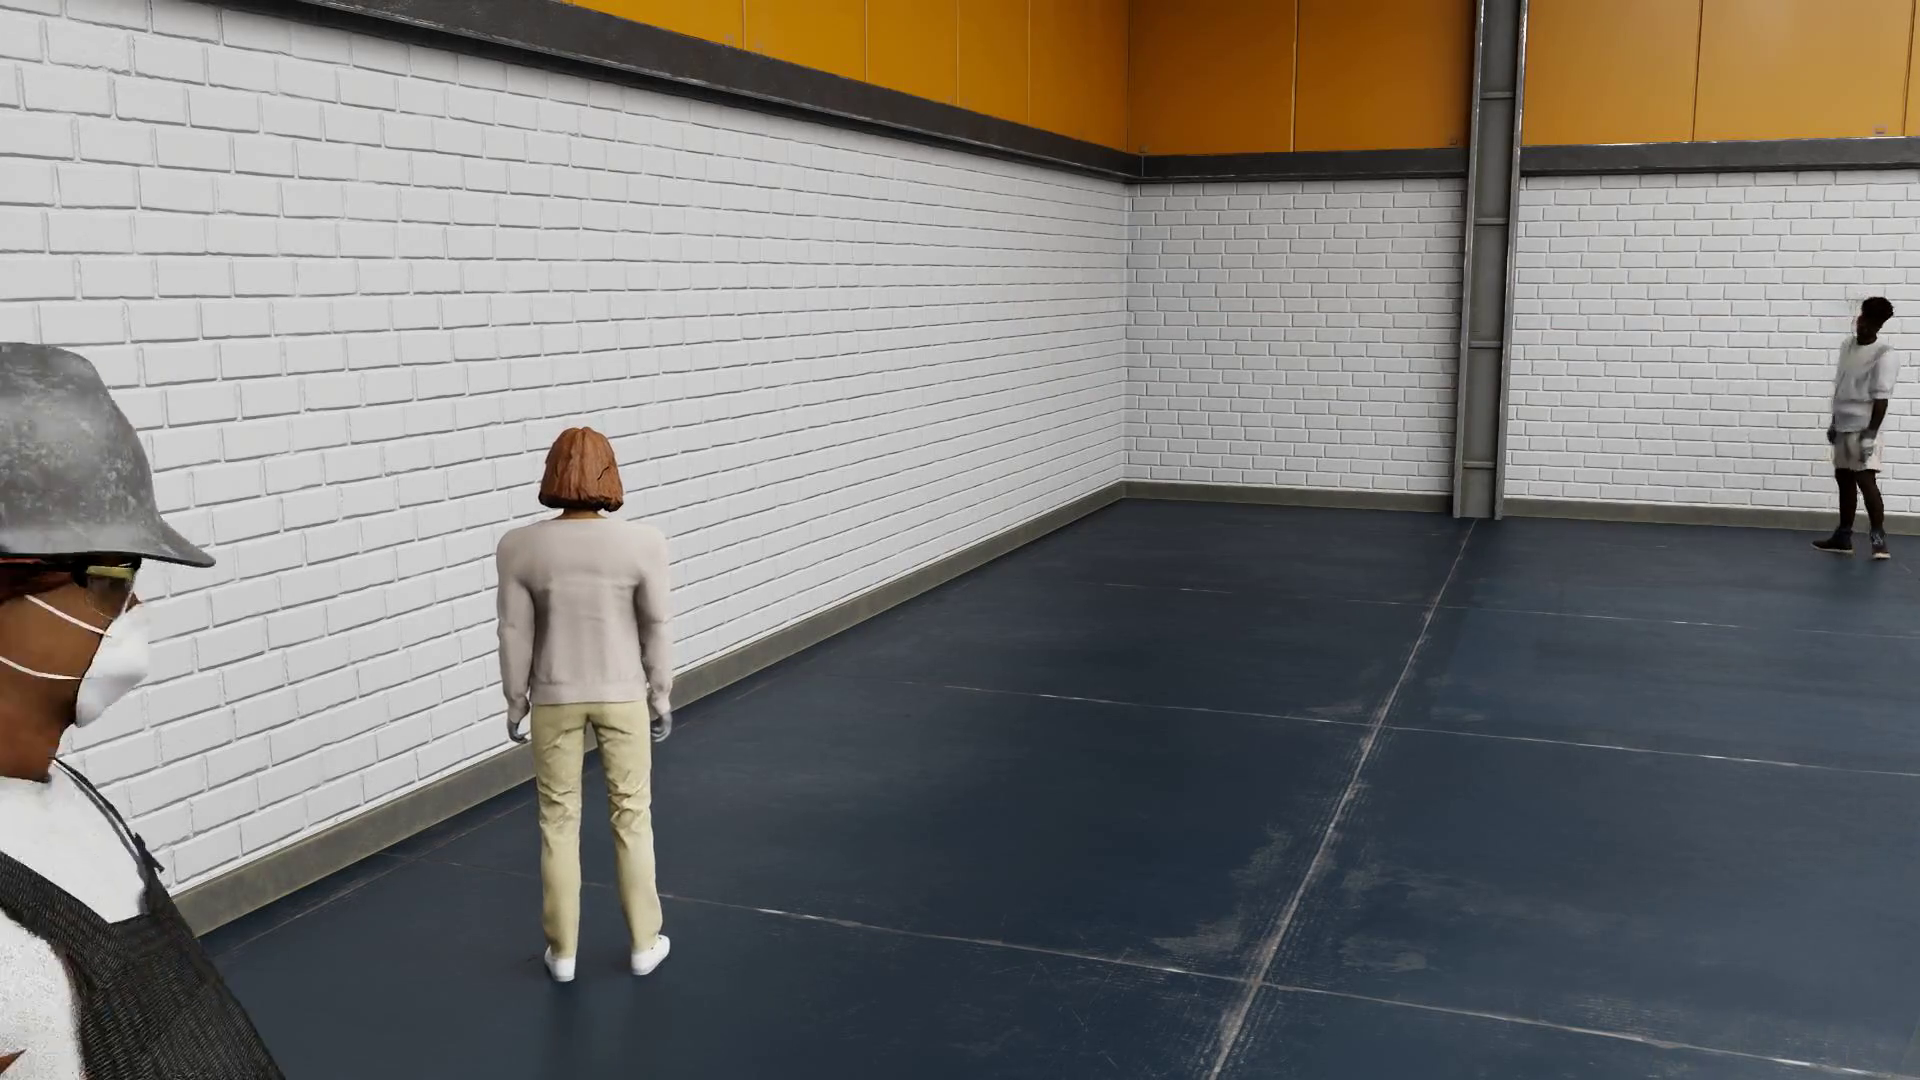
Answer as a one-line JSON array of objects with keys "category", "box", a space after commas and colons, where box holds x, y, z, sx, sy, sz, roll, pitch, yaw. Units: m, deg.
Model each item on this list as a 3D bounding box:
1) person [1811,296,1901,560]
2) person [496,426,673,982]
[{"category": "person", "box": [6.595, -0.821, 12.204, 0.375, 1.925, 0.706, 0, 9, 0]}, {"category": "person", "box": [-1.092, 0.485, 4.888, 0.501, 1.632, 0.280, -1, 9, -7]}]
